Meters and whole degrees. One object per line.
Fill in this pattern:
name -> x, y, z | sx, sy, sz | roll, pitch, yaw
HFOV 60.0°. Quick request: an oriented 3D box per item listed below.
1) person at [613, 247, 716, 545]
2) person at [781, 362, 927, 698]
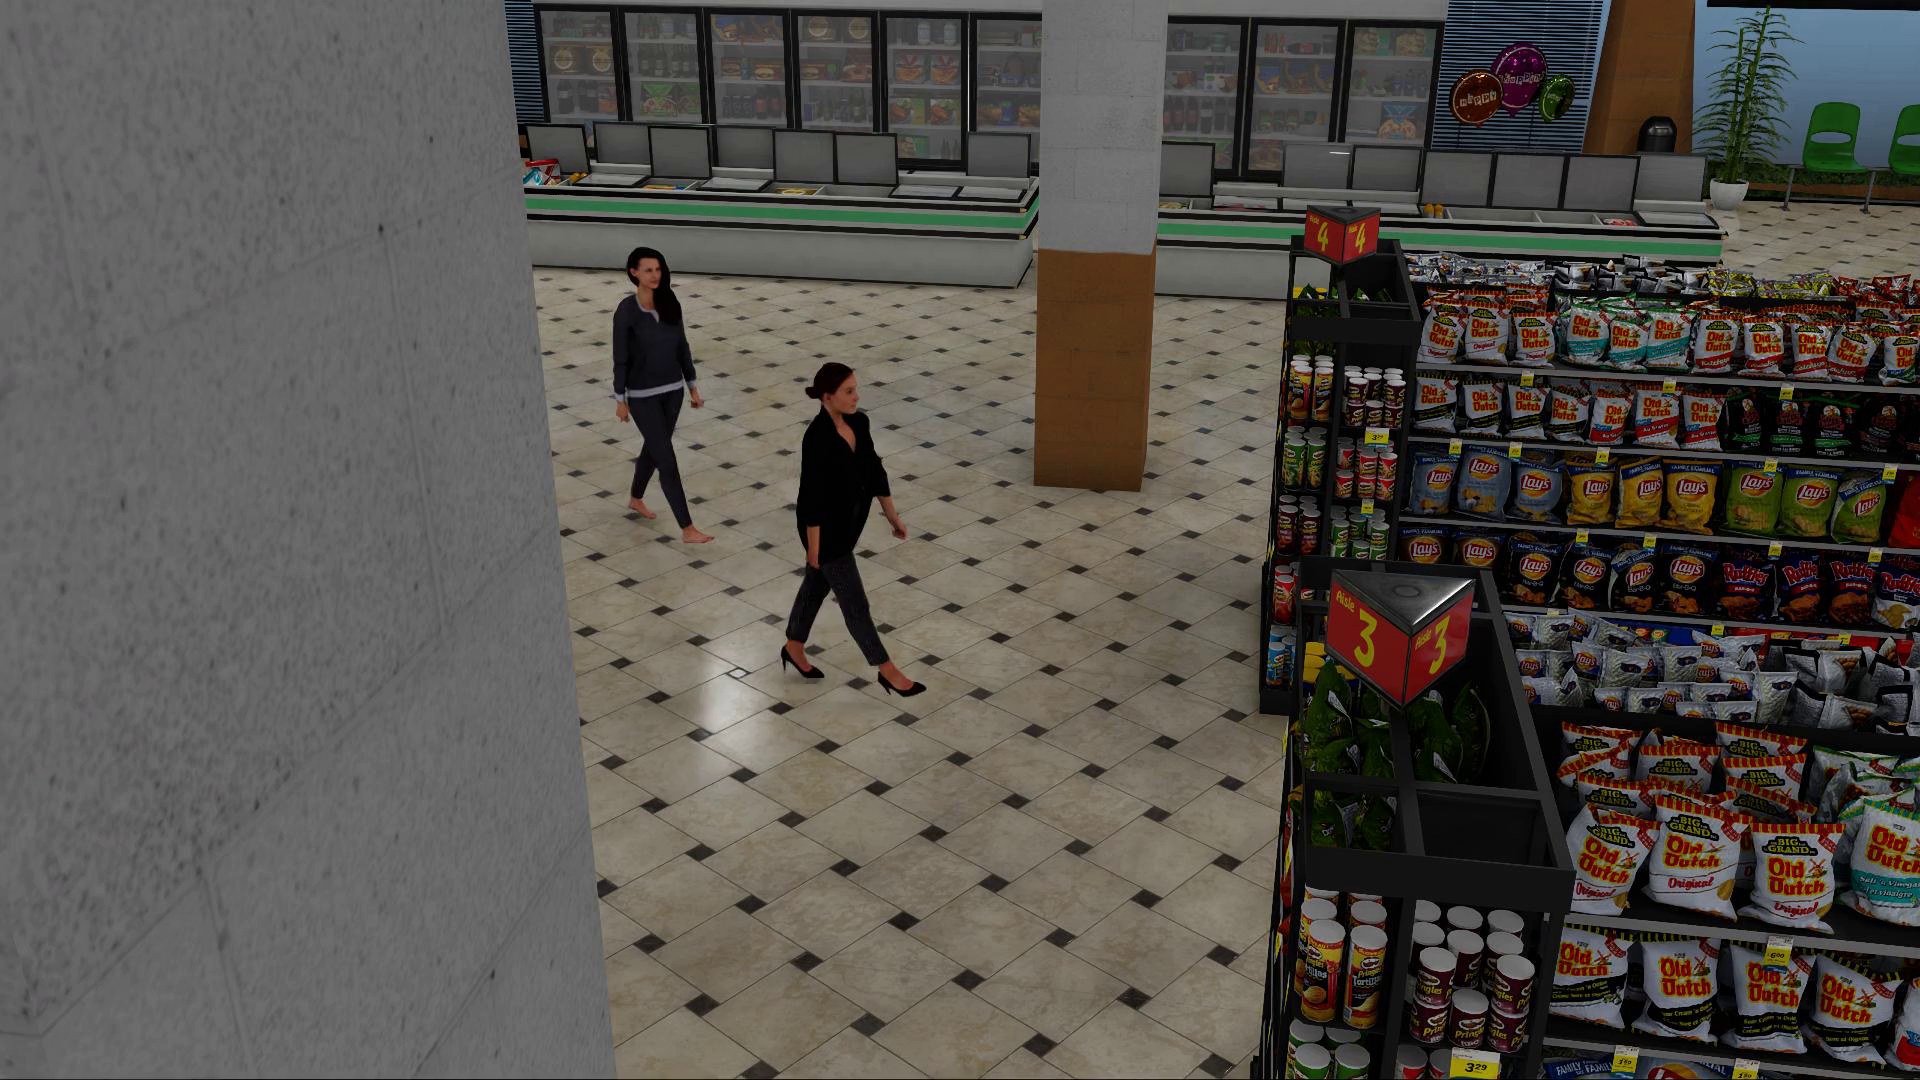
person -> -1.851, -0.837, 9.828 | 1.187, 1.683, 0.991 | 19, 30, 37
person -> -0.691, -0.040, 8.007 | 1.114, 1.681, 0.801 | 9, 25, 19
